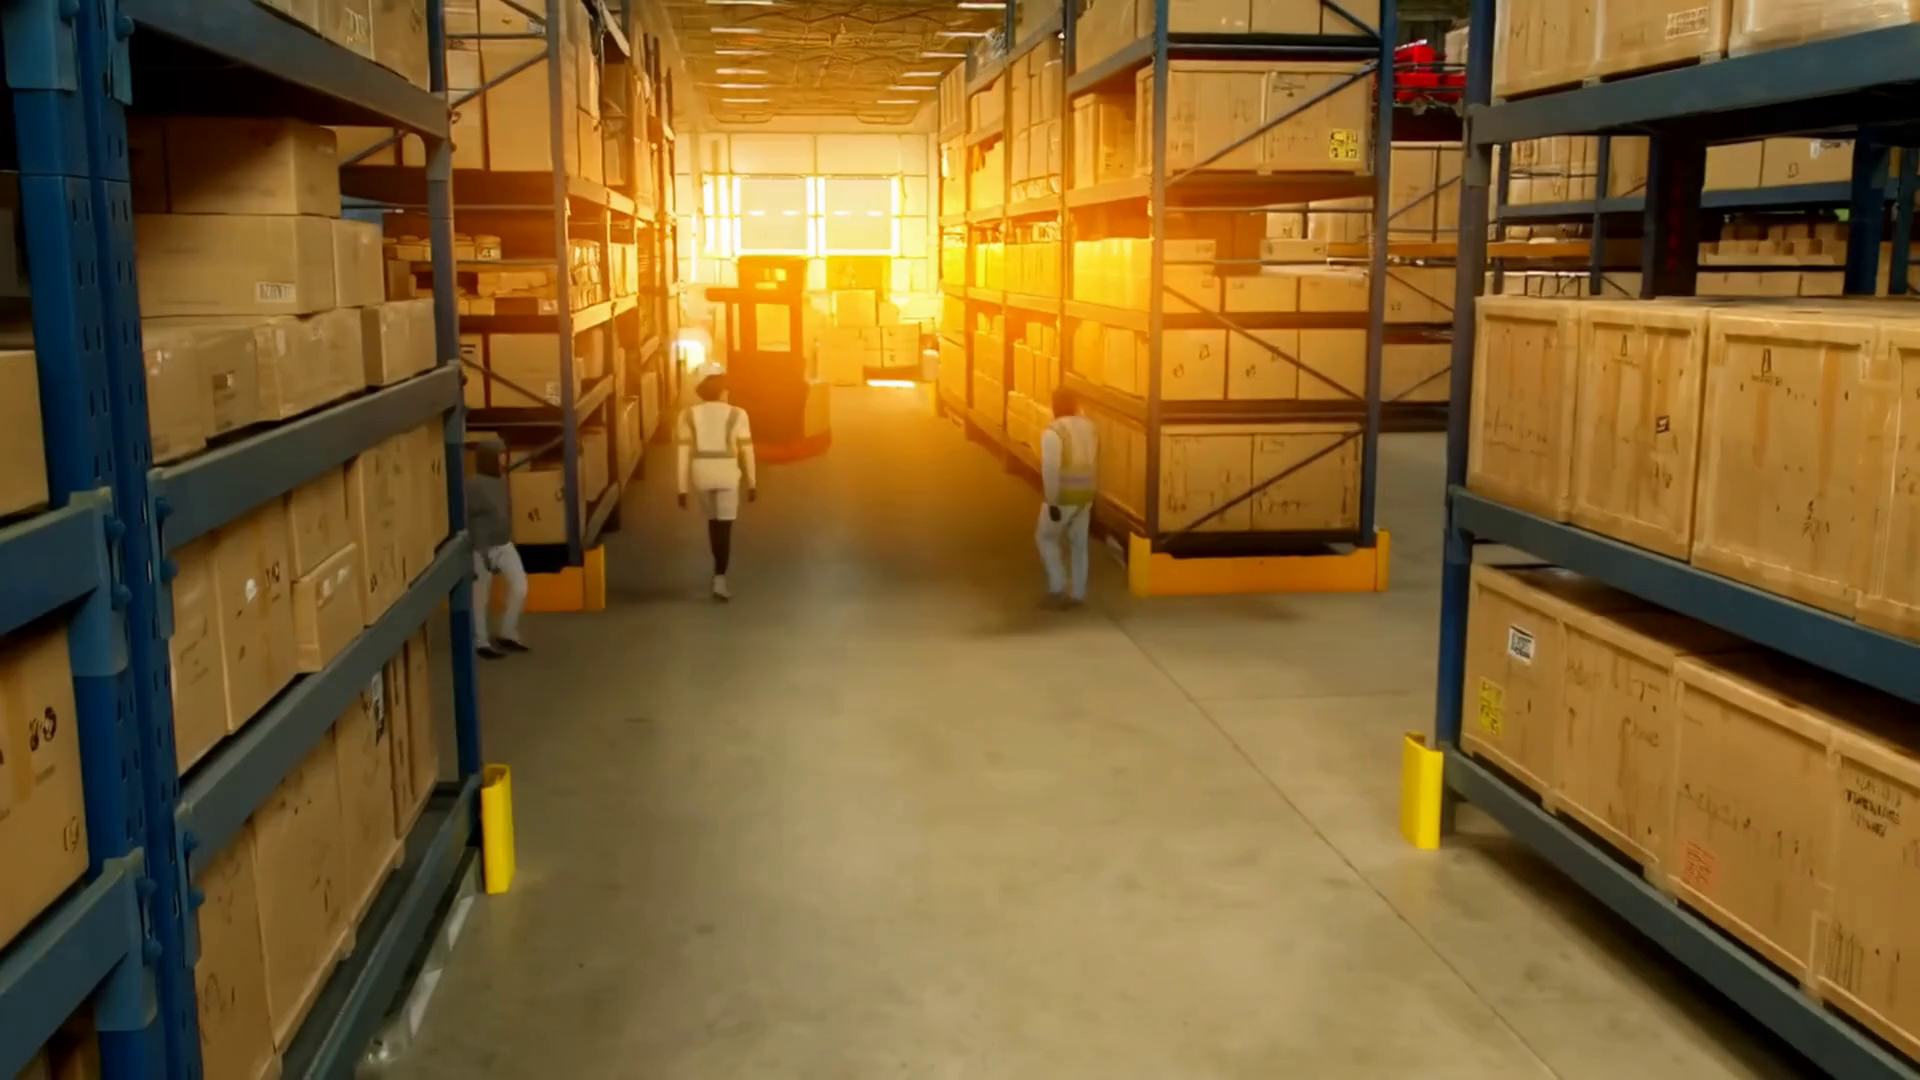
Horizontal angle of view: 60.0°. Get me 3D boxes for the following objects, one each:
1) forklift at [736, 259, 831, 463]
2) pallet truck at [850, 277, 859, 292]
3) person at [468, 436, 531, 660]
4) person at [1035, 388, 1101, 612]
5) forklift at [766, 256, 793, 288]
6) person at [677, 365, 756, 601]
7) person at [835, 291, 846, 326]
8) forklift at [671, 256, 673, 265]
[{"bbox_3d":[-2.655,-2.591,23.648,1.129,2.768,1.873,3,10,18],"label":"forklift"},{"bbox_3d":[-3.782,-9.391,65.808,1.885,1.965,0.823,2,10,10],"label":"pallet truck"},{"bbox_3d":[-3.292,0.069,11.835,0.501,1.618,0.499,4,11,23],"label":"person"},{"bbox_3d":[0.886,-0.316,13.504,0.649,1.816,0.458,-8,13,-40],"label":"person"},{"bbox_3d":[-6.555,-8.937,60.594,1.129,2.768,1.873,-6,12,-33],"label":"forklift"},{"bbox_3d":[-2.077,-0.498,14.144,0.630,1.971,1.101,1,10,3],"label":"person"},{"bbox_3d":[-3.145,-5.875,45.601,0.591,1.915,0.399,-4,10,-21],"label":"person"},{"bbox_3d":[-10.987,-9.066,61.344,1.129,2.768,1.873,-1,10,-7],"label":"forklift"}]
